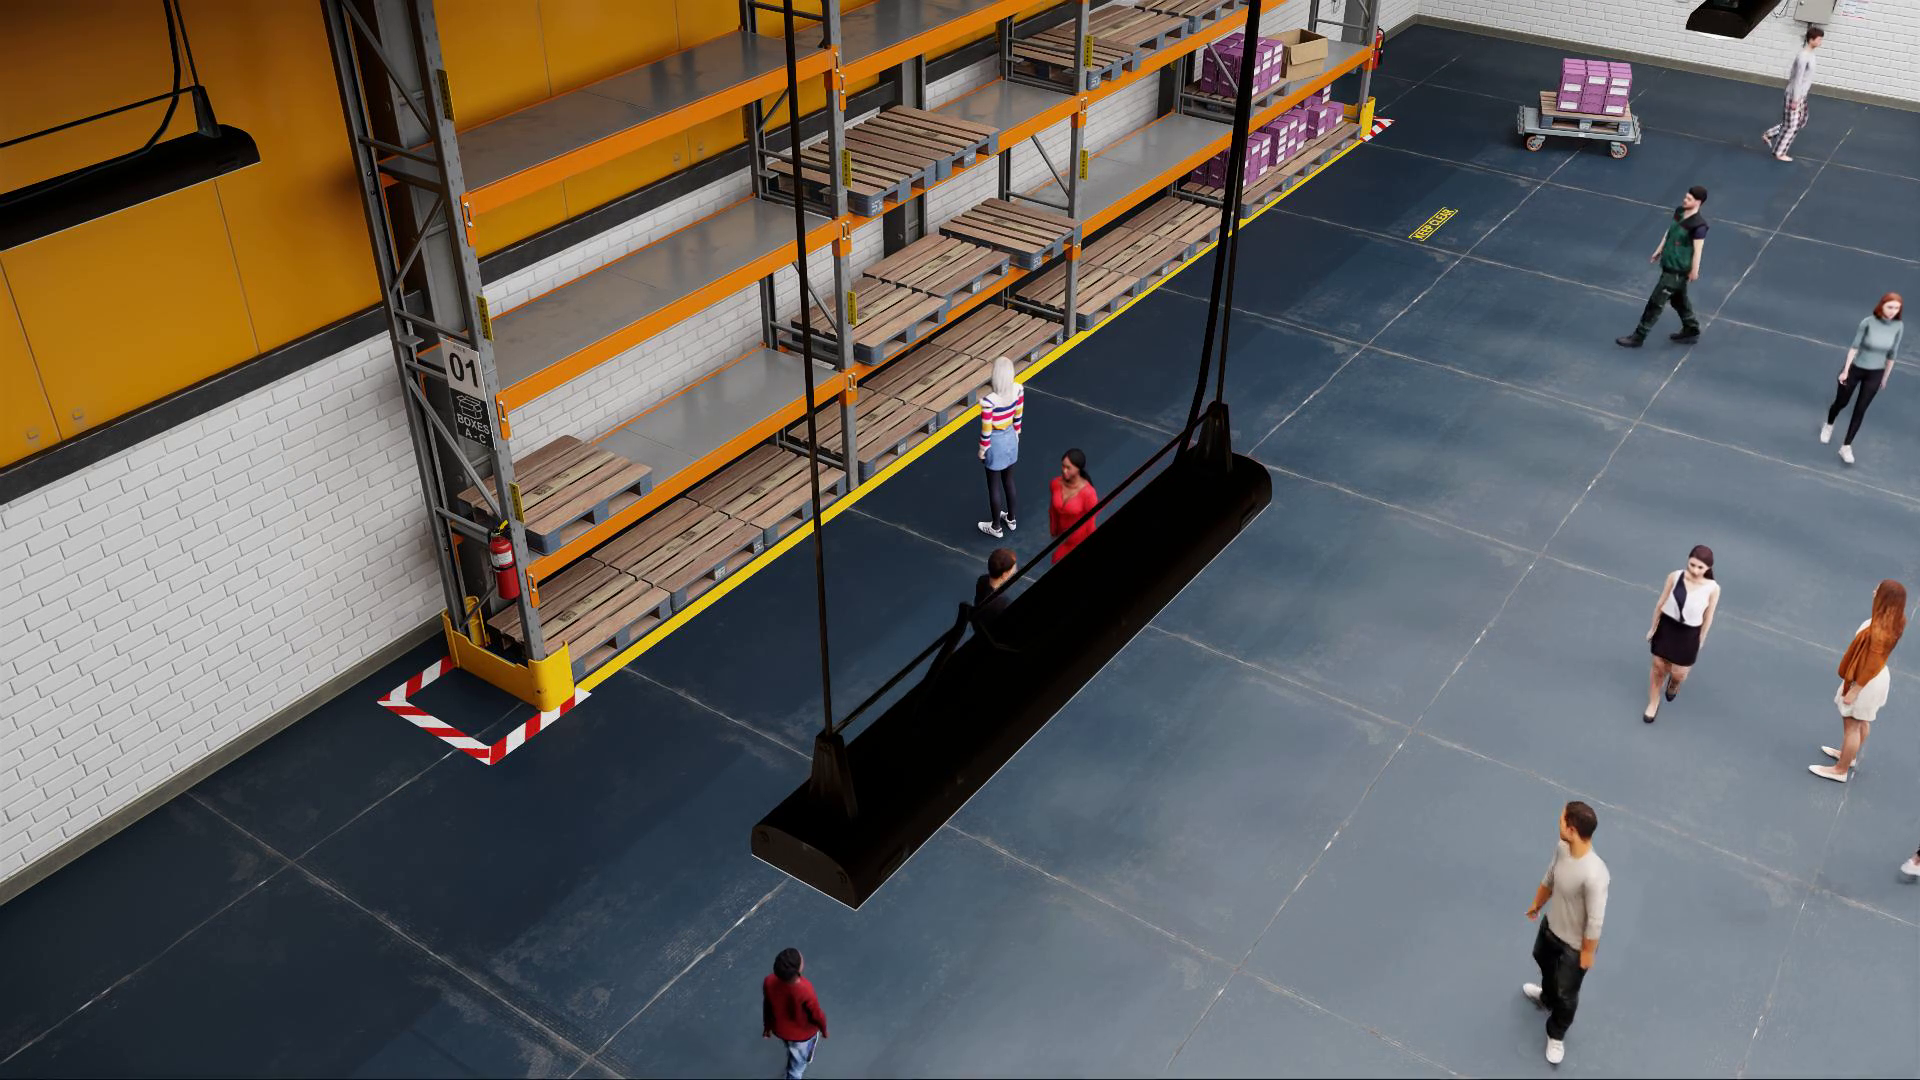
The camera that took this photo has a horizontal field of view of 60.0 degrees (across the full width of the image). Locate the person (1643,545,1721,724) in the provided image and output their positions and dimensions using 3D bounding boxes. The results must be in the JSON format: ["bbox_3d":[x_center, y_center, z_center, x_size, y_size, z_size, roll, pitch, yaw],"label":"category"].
[{"bbox_3d":[5.555,0.697,12.836,0.556,1.638,0.666,21,39,28],"label":"person"}]

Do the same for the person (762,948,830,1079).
[{"bbox_3d":[-1.017,2.930,9.841,0.595,1.234,0.843,15,36,21],"label":"person"}]

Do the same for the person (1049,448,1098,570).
[{"bbox_3d":[0.989,0.020,13.738,0.618,1.766,0.960,22,39,29],"label":"person"}]

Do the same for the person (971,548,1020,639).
[{"bbox_3d":[0.136,0.871,12.407,1.192,1.823,1.081,-10,35,-14],"label":"person"}]

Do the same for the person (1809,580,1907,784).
[{"bbox_3d":[6.683,1.036,12.252,0.706,1.720,0.547,27,42,34],"label":"person"}]

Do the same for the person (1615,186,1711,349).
[{"bbox_3d":[7.905,-2.972,18.155,1.202,1.860,1.251,-1,34,-2],"label":"person"}]

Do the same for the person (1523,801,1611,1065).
[{"bbox_3d":[3.763,2.419,10.123,0.856,1.772,0.801,-15,36,-21],"label":"person"}]

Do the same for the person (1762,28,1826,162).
[{"bbox_3d":[11.484,-6.173,22.995,0.697,1.833,0.665,22,40,30],"label":"person"}]

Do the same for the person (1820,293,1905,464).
[{"bbox_3d":[8.817,-1.636,16.255,0.761,1.738,0.918,9,35,13],"label":"person"}]

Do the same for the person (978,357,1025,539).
[{"bbox_3d":[0.371,-0.854,15.014,0.541,1.809,0.758,-27,42,-34],"label":"person"}]
